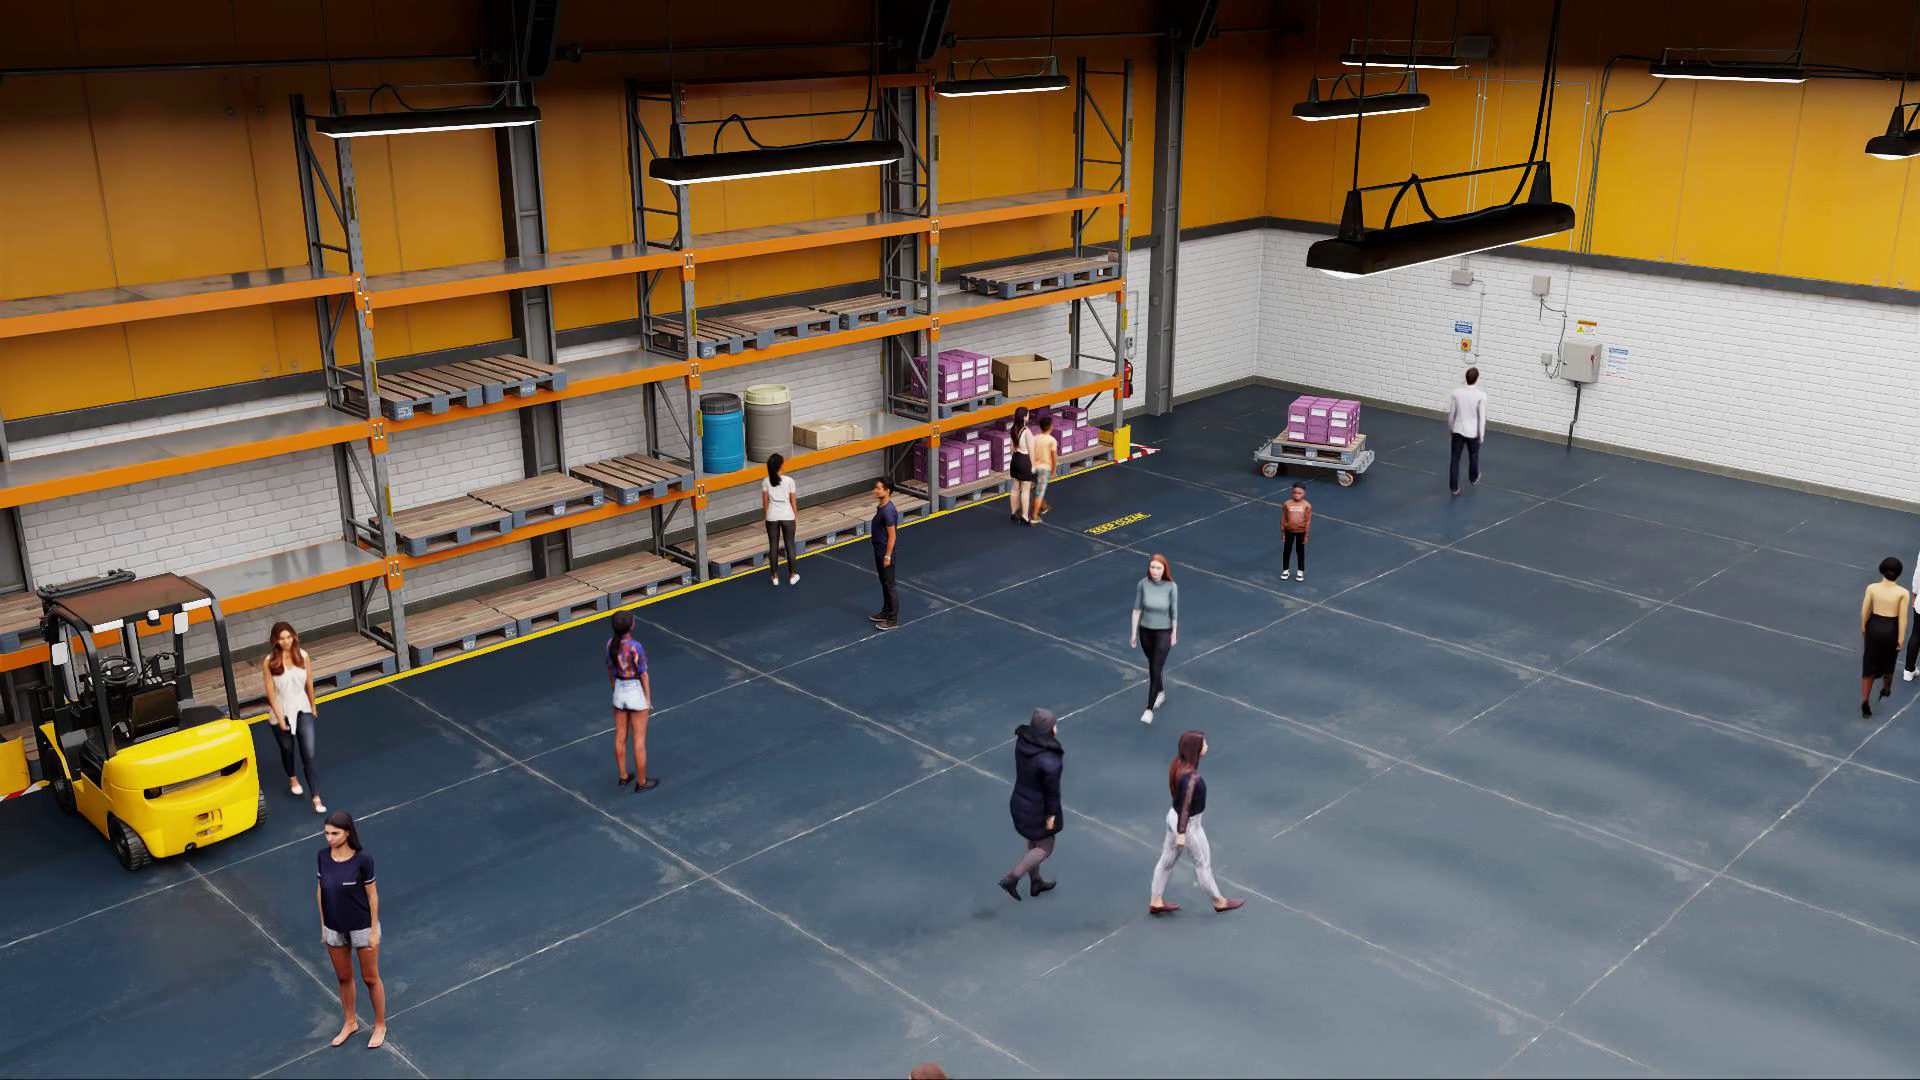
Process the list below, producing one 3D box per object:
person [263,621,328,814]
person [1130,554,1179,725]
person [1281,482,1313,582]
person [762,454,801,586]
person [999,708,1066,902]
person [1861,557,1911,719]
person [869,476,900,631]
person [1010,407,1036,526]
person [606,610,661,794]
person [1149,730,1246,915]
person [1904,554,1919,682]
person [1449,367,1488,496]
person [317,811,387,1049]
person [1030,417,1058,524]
[{"bbox_3d":[-6.008,1.555,14.859,1.083,1.733,0.800,-12,22,-32],"label":"person"},{"bbox_3d":[1.986,0.947,16.720,0.825,1.698,1.150,9,21,25],"label":"person"},{"bbox_3d":[4.158,-0.117,20.577,0.578,1.252,0.586,6,20,18],"label":"person"},{"bbox_3d":[-2.202,-0.254,20.375,0.643,1.642,0.701,0,19,0],"label":"person"},{"bbox_3d":[0.542,2.135,13.245,0.904,1.665,0.766,-12,22,-31],"label":"person"},{"bbox_3d":[9.198,1.006,16.657,0.649,1.625,0.967,15,24,38],"label":"person"},{"bbox_3d":[-0.842,0.126,19.002,0.696,1.797,0.714,-6,19,-16],"label":"person"},{"bbox_3d":[0.836,-1.014,22.620,0.546,1.649,0.499,17,25,41],"label":"person"},{"bbox_3d":[-3.016,1.447,15.164,0.649,1.743,0.612,10,21,26],"label":"person"},{"bbox_3d":[1.702,2.255,13.035,1.067,1.571,0.957,-2,19,-6],"label":"person"},{"bbox_3d":[10.233,0.639,17.460,0.612,1.809,0.675,-12,22,-32],"label":"person"},{"bbox_3d":[7.239,-1.531,23.888,0.876,1.819,1.156,11,21,29],"label":"person"},{"bbox_3d":[-4.201,2.672,11.491,0.655,1.767,0.694,2,19,7],"label":"person"},{"bbox_3d":[1.083,-0.928,22.732,0.702,1.414,1.008,11,21,29],"label":"person"}]
